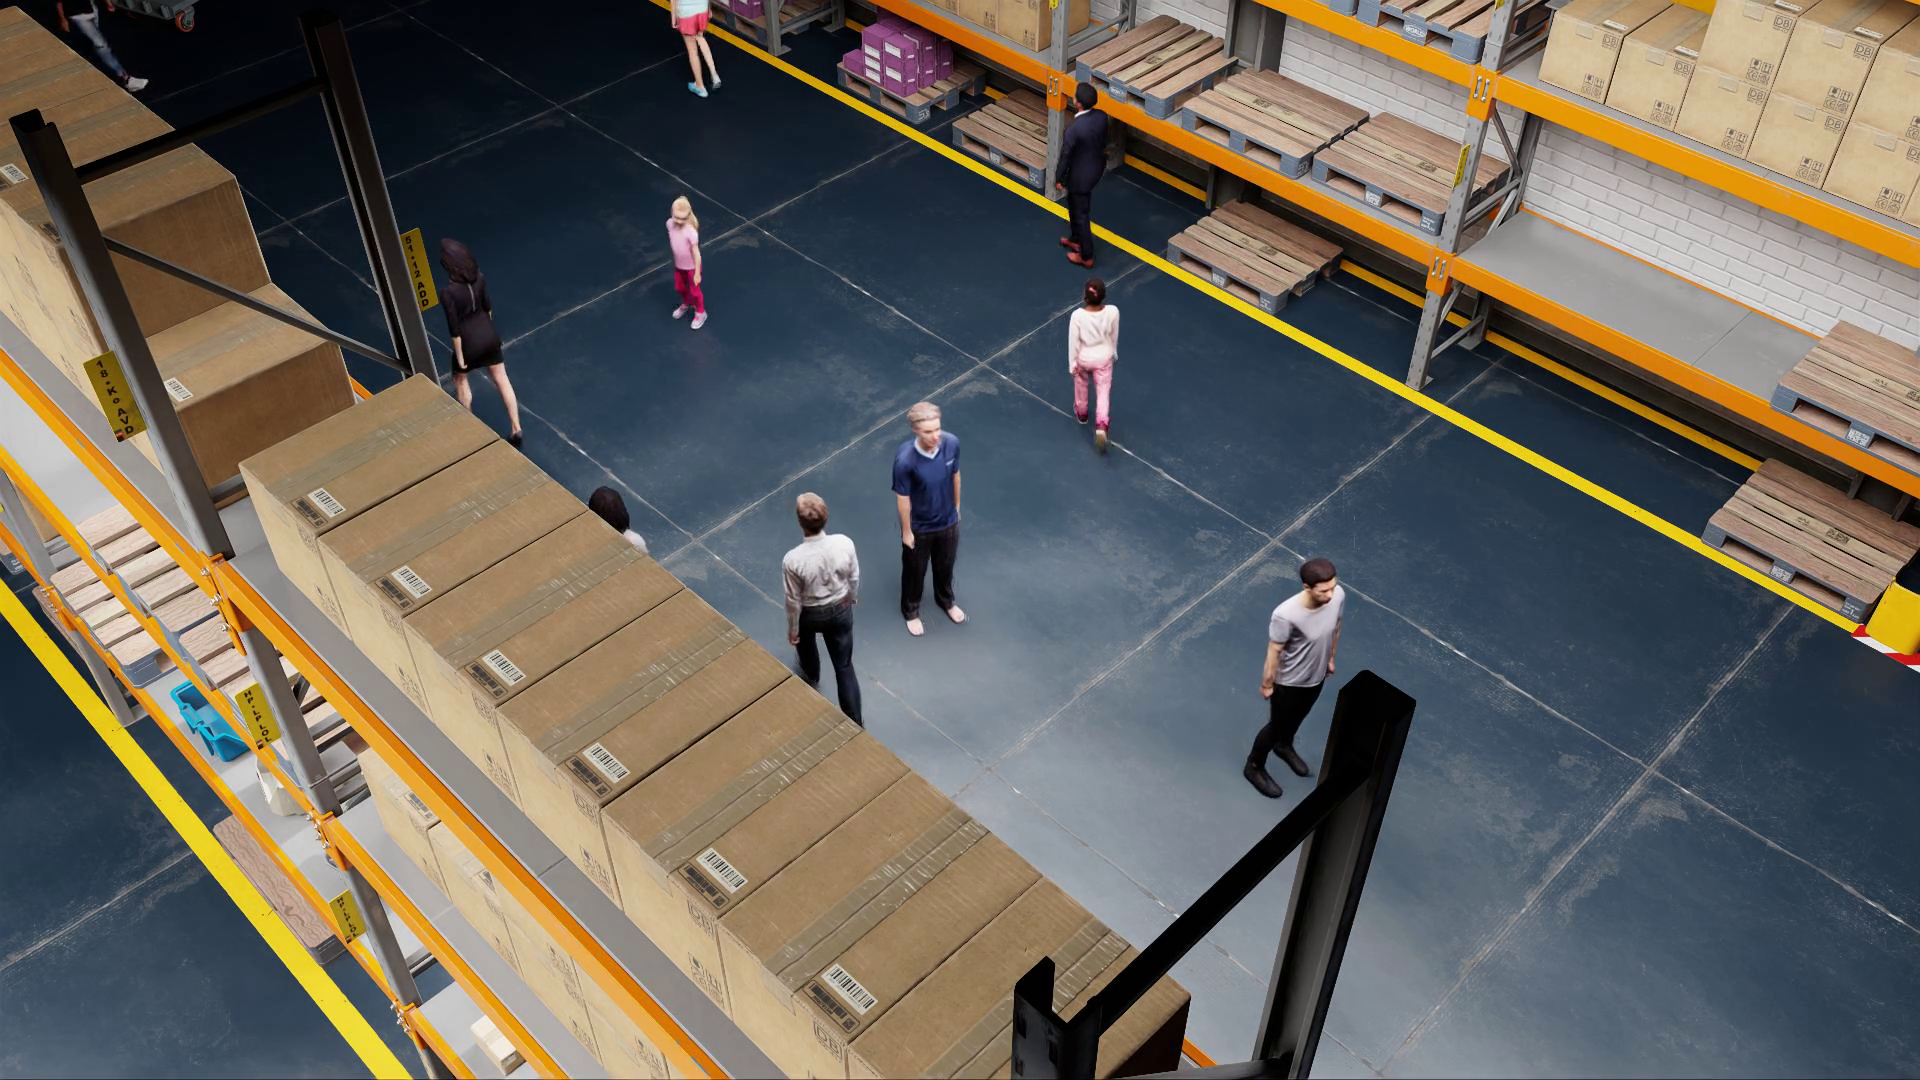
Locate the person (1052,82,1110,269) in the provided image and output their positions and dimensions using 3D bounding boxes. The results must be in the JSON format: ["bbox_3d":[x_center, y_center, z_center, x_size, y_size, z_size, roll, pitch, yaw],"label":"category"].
[{"bbox_3d":[1.115,-3.068,14.183,0.678,1.713,0.666,33,52,30],"label":"person"}]

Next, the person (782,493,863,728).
[{"bbox_3d":[-0.819,0.499,10.389,0.970,1.780,1.254,-18,46,-18],"label":"person"}]

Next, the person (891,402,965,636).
[{"bbox_3d":[-0.228,-0.160,11.014,0.723,1.873,0.657,-22,48,-21],"label":"person"}]

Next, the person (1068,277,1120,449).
[{"bbox_3d":[1.029,-1.355,12.591,0.894,1.428,0.961,-2,44,-2],"label":"person"}]

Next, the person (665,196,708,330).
[{"bbox_3d":[-2.244,-2.311,13.723,0.671,1.251,0.525,-33,53,-30],"label":"person"}]

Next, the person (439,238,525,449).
[{"bbox_3d":[-3.527,-1.392,12.377,0.905,1.776,0.713,26,49,25],"label":"person"}]

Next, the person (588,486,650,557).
[{"bbox_3d":[-2.200,0.404,10.634,0.933,1.581,0.973,7,44,7],"label":"person"}]

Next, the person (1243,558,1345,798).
[{"bbox_3d":[2.030,0.778,10.041,0.717,1.857,0.643,-22,48,-22],"label":"person"}]

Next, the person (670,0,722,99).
[{"bbox_3d":[-2.577,-5.140,16.323,0.618,1.759,0.743,-30,51,-28],"label":"person"}]

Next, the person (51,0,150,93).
[{"bbox_3d":[-8.797,-5.296,16.472,1.205,1.781,1.059,9,44,9],"label":"person"}]
